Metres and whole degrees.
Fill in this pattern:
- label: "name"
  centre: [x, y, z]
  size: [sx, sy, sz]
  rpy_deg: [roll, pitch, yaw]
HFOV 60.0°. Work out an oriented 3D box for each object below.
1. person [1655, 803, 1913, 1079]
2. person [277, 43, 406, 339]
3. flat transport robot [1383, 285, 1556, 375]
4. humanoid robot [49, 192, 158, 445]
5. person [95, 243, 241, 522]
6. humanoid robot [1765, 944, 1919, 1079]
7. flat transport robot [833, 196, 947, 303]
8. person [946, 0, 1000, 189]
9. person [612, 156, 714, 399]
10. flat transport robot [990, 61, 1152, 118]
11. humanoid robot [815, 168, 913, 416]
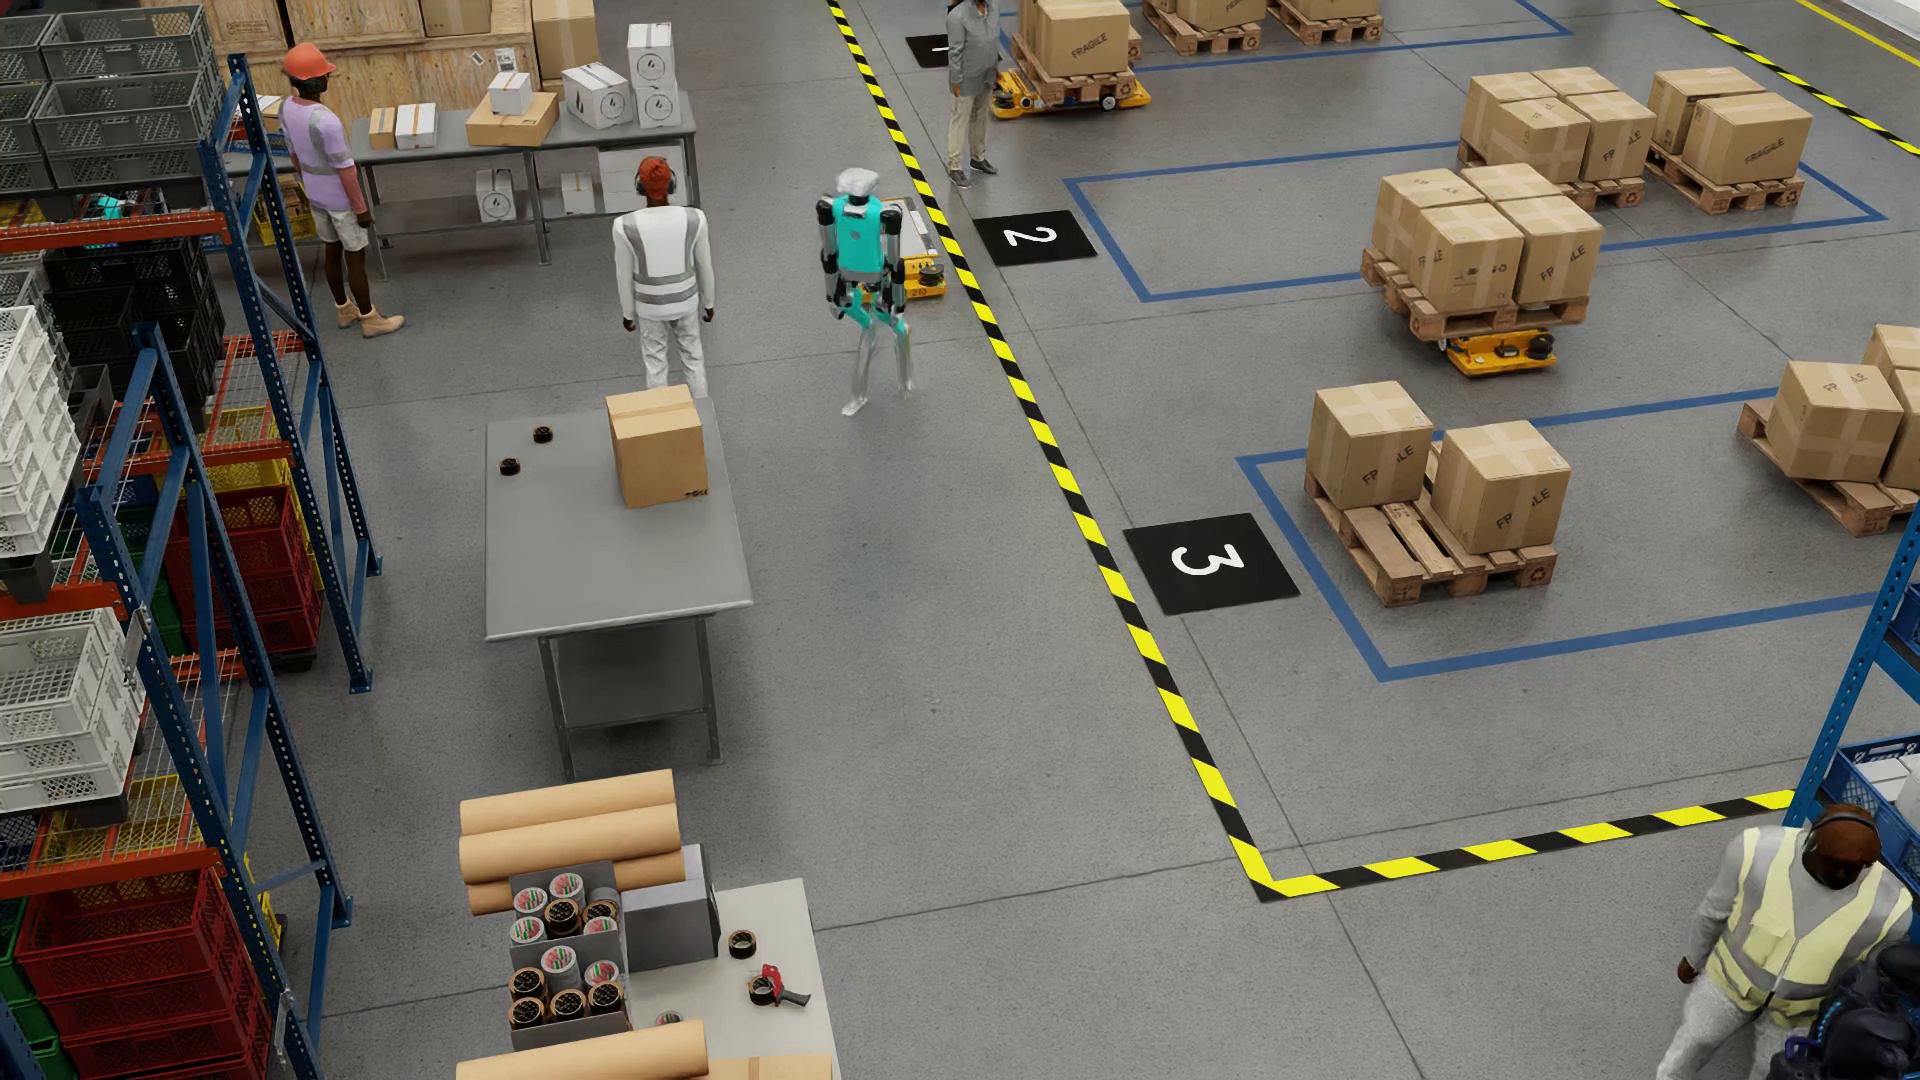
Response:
- label: "person"
  centre: [2.962, 1.624, 6.065]
  size: [0.637, 1.828, 0.429]
  rpy_deg: [22, 42, 27]
- label: "person"
  centre: [-4.202, -2.334, 11.205]
  size: [0.605, 2.045, 0.375]
  rpy_deg: [25, 43, 29]
- label: "flat transport robot"
  centre: [3.557, -1.625, 11.715]
  size: [0.652, 0.197, 1.431]
  rpy_deg: [-8, 37, -10]
- label: "humanoid robot"
  centre: [-5.080, -1.310, 9.999]
  size: [0.530, 1.692, 0.738]
  rpy_deg: [-5, 37, -6]
- label: "person"
  centre: [-4.355, -0.816, 9.244]
  size: [0.389, 1.948, 0.604]
  rpy_deg: [-22, 42, -27]
- label: "humanoid robot"
  centre: [2.938, 1.971, 5.744]
  size: [0.413, 1.645, 0.589]
  rpy_deg: [6, 37, 7]
- label: "flat transport robot"
  centre: [-0.570, -2.220, 12.538]
  size: [0.659, 0.231, 1.431]
  rpy_deg: [-8, 37, -10]
- label: "person"
  centre: [0.112, -3.721, 13.301]
  size: [0.408, 1.761, 0.569]
  rpy_deg: [28, 45, 32]
- label: "person"
  centre: [-1.774, -1.427, 10.130]
  size: [0.580, 1.878, 0.360]
  rpy_deg: [-12, 38, -16]
- label: "flat transport robot"
  centre: [0.953, -4.087, 15.023]
  size: [1.431, 0.197, 0.652]
  rpy_deg: [-8, 37, -10]
- label: "humanoid robot"
  centre: [-0.530, -1.591, 10.489]
  size: [0.532, 1.795, 0.821]
  rpy_deg: [9, 38, 12]
